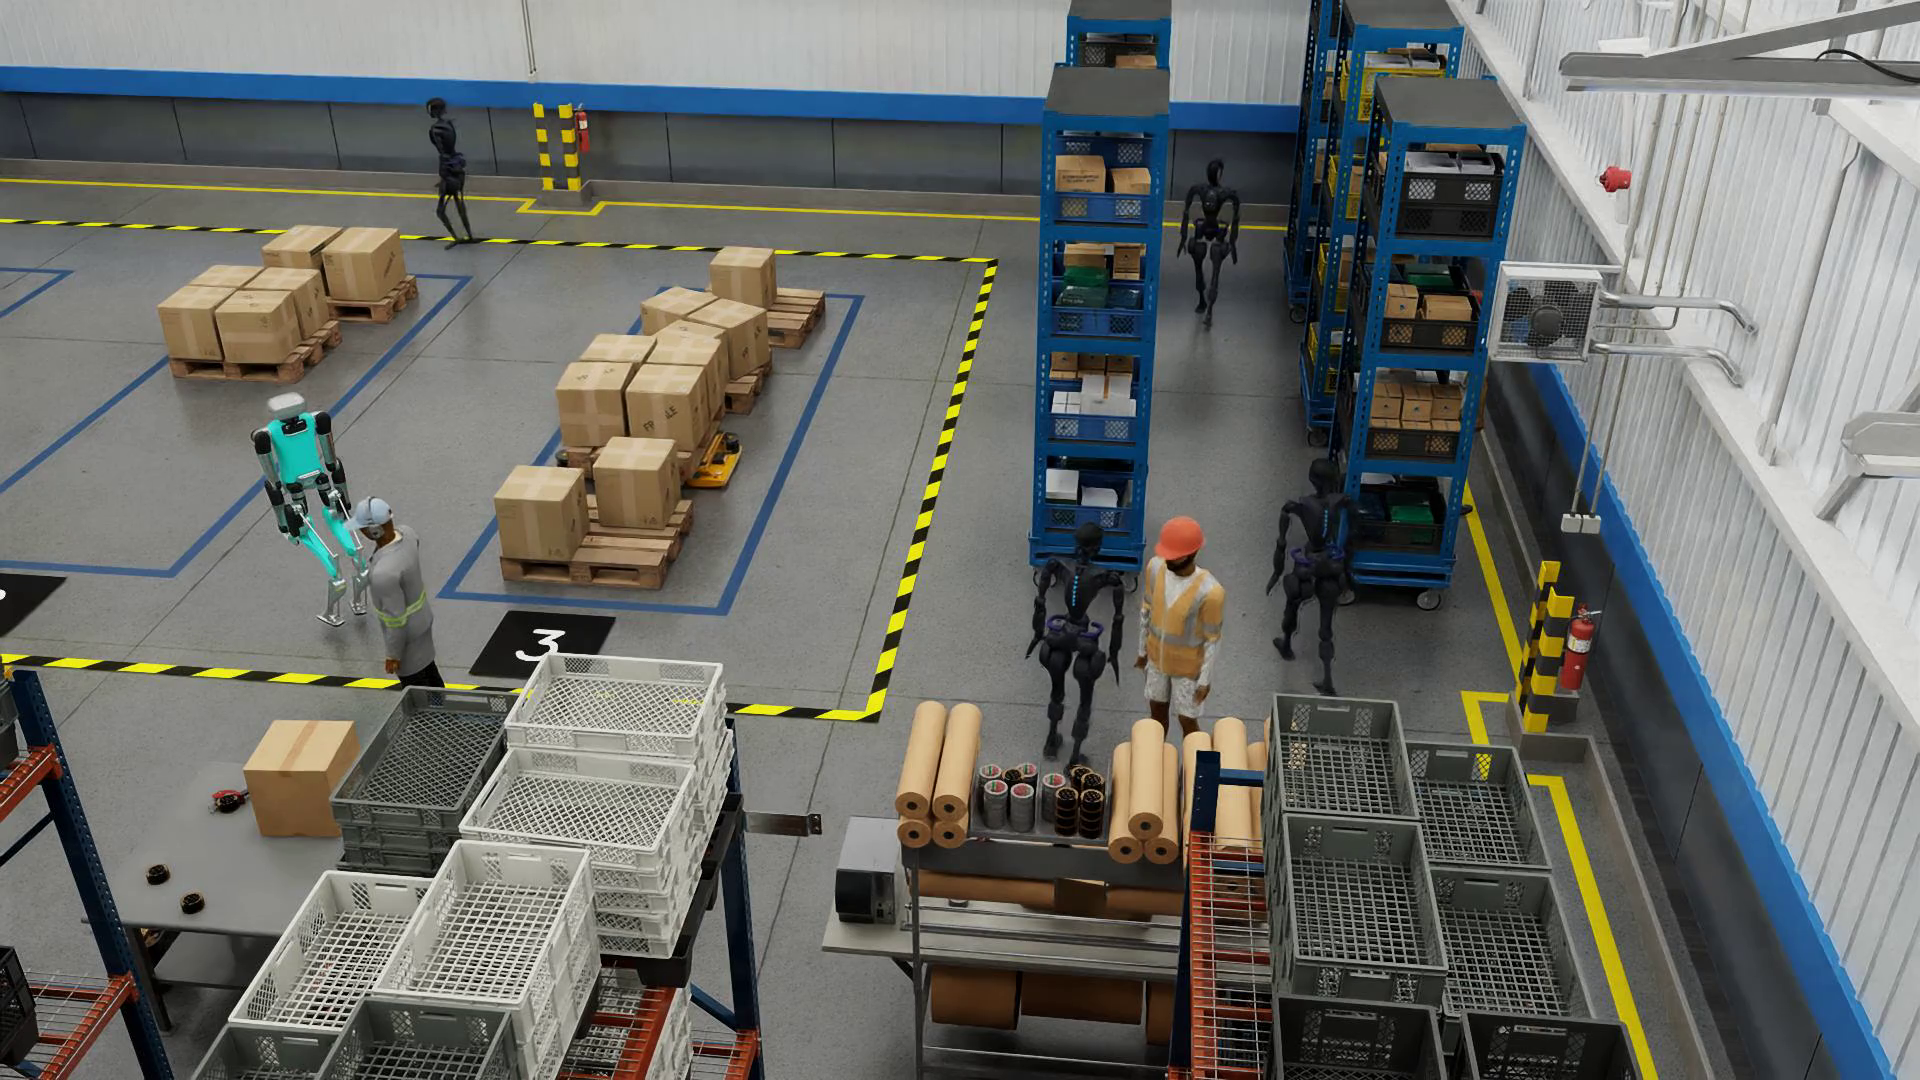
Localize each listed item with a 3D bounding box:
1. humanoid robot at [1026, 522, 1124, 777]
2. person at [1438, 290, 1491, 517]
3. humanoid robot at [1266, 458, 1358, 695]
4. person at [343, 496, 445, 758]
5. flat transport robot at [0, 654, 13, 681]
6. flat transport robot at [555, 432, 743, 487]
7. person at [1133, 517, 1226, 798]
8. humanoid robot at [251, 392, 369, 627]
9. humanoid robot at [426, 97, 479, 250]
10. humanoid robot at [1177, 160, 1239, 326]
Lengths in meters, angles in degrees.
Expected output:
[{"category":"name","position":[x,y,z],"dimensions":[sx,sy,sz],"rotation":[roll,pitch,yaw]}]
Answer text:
[{"category":"humanoid robot","position":[0.672,0.672,10.151],"dimensions":[0.611,1.656,0.442],"rotation":[11,32,18]},{"category":"person","position":[3.831,-1.055,12.917],"dimensions":[0.391,1.846,0.564],"rotation":[-19,35,-29]},{"category":"humanoid robot","position":[2.344,0.210,10.966],"dimensions":[0.589,1.628,0.789],"rotation":[-5,31,-9]},{"category":"person","position":[-3.425,0.545,10.167],"dimensions":[0.396,1.848,0.587],"rotation":[-2,30,-3]},{"category":"flat transport robot","position":[-7.142,0.969,11.010],"dimensions":[1.431,0.231,0.659],"rotation":[3,30,6]},{"category":"flat transport robot","position":[-2.591,-0.709,13.864],"dimensions":[1.431,0.197,0.652],"rotation":[3,30,6]},{"category":"person","position":[1.253,0.709,9.801],"dimensions":[0.550,1.932,0.375],"rotation":[27,39,37]},{"category":"humanoid robot","position":[-4.332,-0.149,11.337],"dimensions":[0.533,1.676,0.735],"rotation":[-25,38,-36]},{"category":"humanoid robot","position":[-5.564,-4.012,18.165],"dimensions":[0.374,1.644,0.609],"rotation":[-1,30,-2]},{"category":"humanoid robot","position":[2.428,-2.922,16.322],"dimensions":[0.610,1.623,0.768],"rotation":[9,31,15]}]
